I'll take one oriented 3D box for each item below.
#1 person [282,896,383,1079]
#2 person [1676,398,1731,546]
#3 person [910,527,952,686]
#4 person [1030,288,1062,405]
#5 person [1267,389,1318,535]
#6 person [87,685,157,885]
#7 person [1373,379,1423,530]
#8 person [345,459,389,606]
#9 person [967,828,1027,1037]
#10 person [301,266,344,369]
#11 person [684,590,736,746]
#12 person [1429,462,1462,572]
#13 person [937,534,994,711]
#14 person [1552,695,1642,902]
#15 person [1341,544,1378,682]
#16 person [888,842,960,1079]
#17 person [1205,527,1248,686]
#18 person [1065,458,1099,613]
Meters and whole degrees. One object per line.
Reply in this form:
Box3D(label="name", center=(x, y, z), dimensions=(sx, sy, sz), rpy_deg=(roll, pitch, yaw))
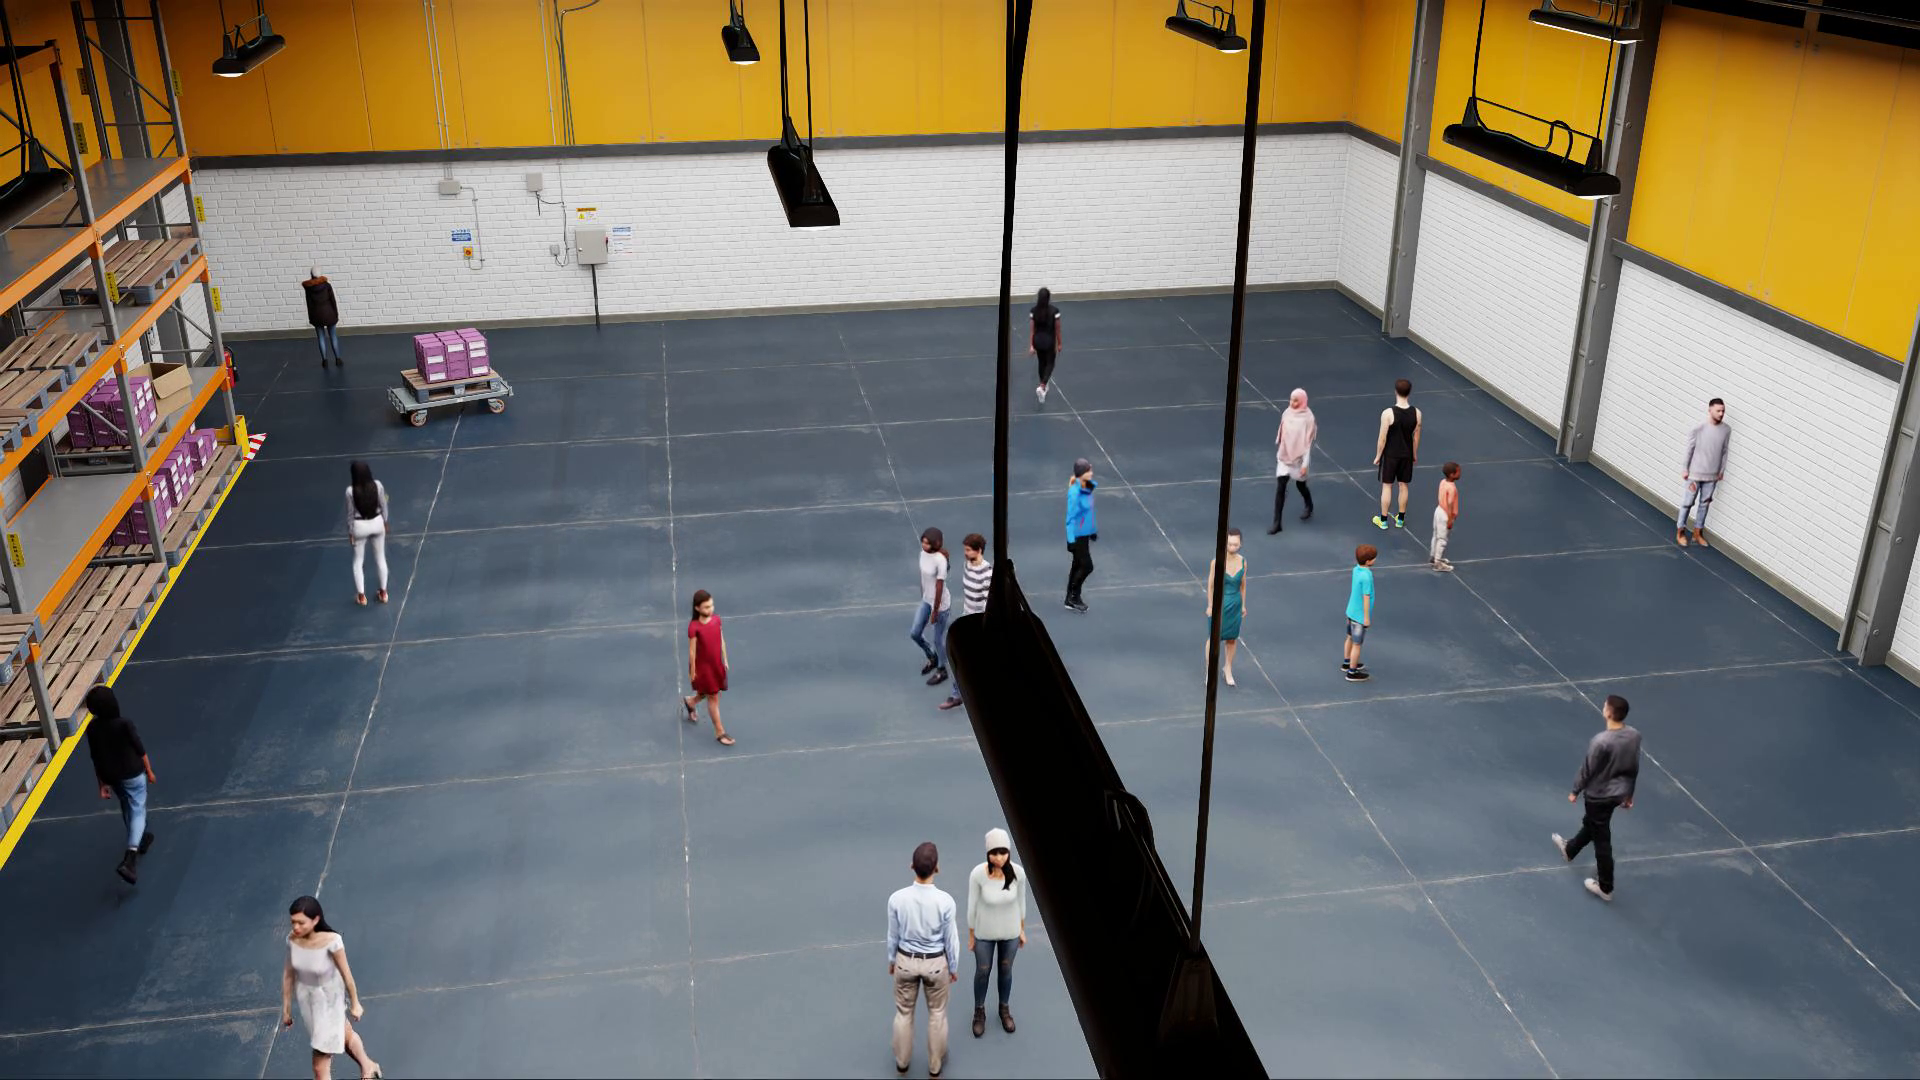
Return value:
Box3D(label="person", center=(-4.170, 3.072, 11.078), dimensions=(0.971, 1.734, 1.228), rpy_deg=(7, 25, 15))
Box3D(label="person", center=(8.888, -0.842, 19.902), dimensions=(0.718, 1.839, 0.642), rpy_deg=(0, 24, 1))
Box3D(label="person", center=(-0.189, 0.638, 16.677), dimensions=(0.758, 1.710, 0.673), rpy_deg=(-16, 28, -33))
Box3D(label="person", center=(1.257, -2.880, 24.728), dimensions=(0.956, 1.708, 1.152), rpy_deg=(8, 25, 18))
Box3D(label="person", center=(4.135, -0.975, 20.294), dimensions=(1.151, 1.769, 1.181), rpy_deg=(17, 29, 34))
Box3D(label="person", center=(-6.856, 2.005, 13.608), dimensions=(0.649, 1.665, 1.107), rpy_deg=(-1, 24, -3))
Box3D(label="person", center=(5.343, -1.047, 20.306), dimensions=(0.702, 1.892, 0.604), rpy_deg=(-2, 24, -4))
Box3D(label="person", center=(-6.486, -0.081, 18.310), dimensions=(0.724, 1.720, 0.731), rpy_deg=(-14, 27, -29))
Box3D(label="person", center=(0.258, 2.780, 11.861), dimensions=(0.564, 1.643, 0.485), rpy_deg=(-4, 24, -8))
Box3D(label="person", center=(-10.087, -3.548, 26.352), dimensions=(0.662, 1.632, 0.643), rpy_deg=(-7, 25, -16))
Box3D(label="person", center=(-2.421, 1.156, 15.712), dimensions=(1.015, 1.534, 0.905), rpy_deg=(20, 30, 38))
Box3D(label="person", center=(5.617, -0.290, 19.299), dimensions=(0.556, 1.310, 0.452), rpy_deg=(0, 24, 0))
Box3D(label="person", center=(0.290, 0.788, 16.224), dimensions=(1.114, 1.799, 1.244), rpy_deg=(-18, 30, -36))
Box3D(label="person", center=(5.221, 2.094, 13.317), dimensions=(0.801, 1.733, 1.085), rpy_deg=(-10, 26, -22))
Box3D(label="person", center=(4.030, 0.712, 16.832), dimensions=(0.587, 1.451, 0.446), rpy_deg=(-2, 24, -5))
Box3D(label="person", center=(-0.259, 2.891, 11.355), dimensions=(0.709, 1.844, 0.693), rpy_deg=(2, 24, 5))
Box3D(label="person", center=(2.656, 0.675, 16.617), dimensions=(0.553, 1.691, 0.470), rpy_deg=(-3, 24, -8))
Box3D(label="person", center=(1.227, -0.059, 18.173), dimensions=(0.799, 1.790, 0.726), rpy_deg=(13, 27, 28))
